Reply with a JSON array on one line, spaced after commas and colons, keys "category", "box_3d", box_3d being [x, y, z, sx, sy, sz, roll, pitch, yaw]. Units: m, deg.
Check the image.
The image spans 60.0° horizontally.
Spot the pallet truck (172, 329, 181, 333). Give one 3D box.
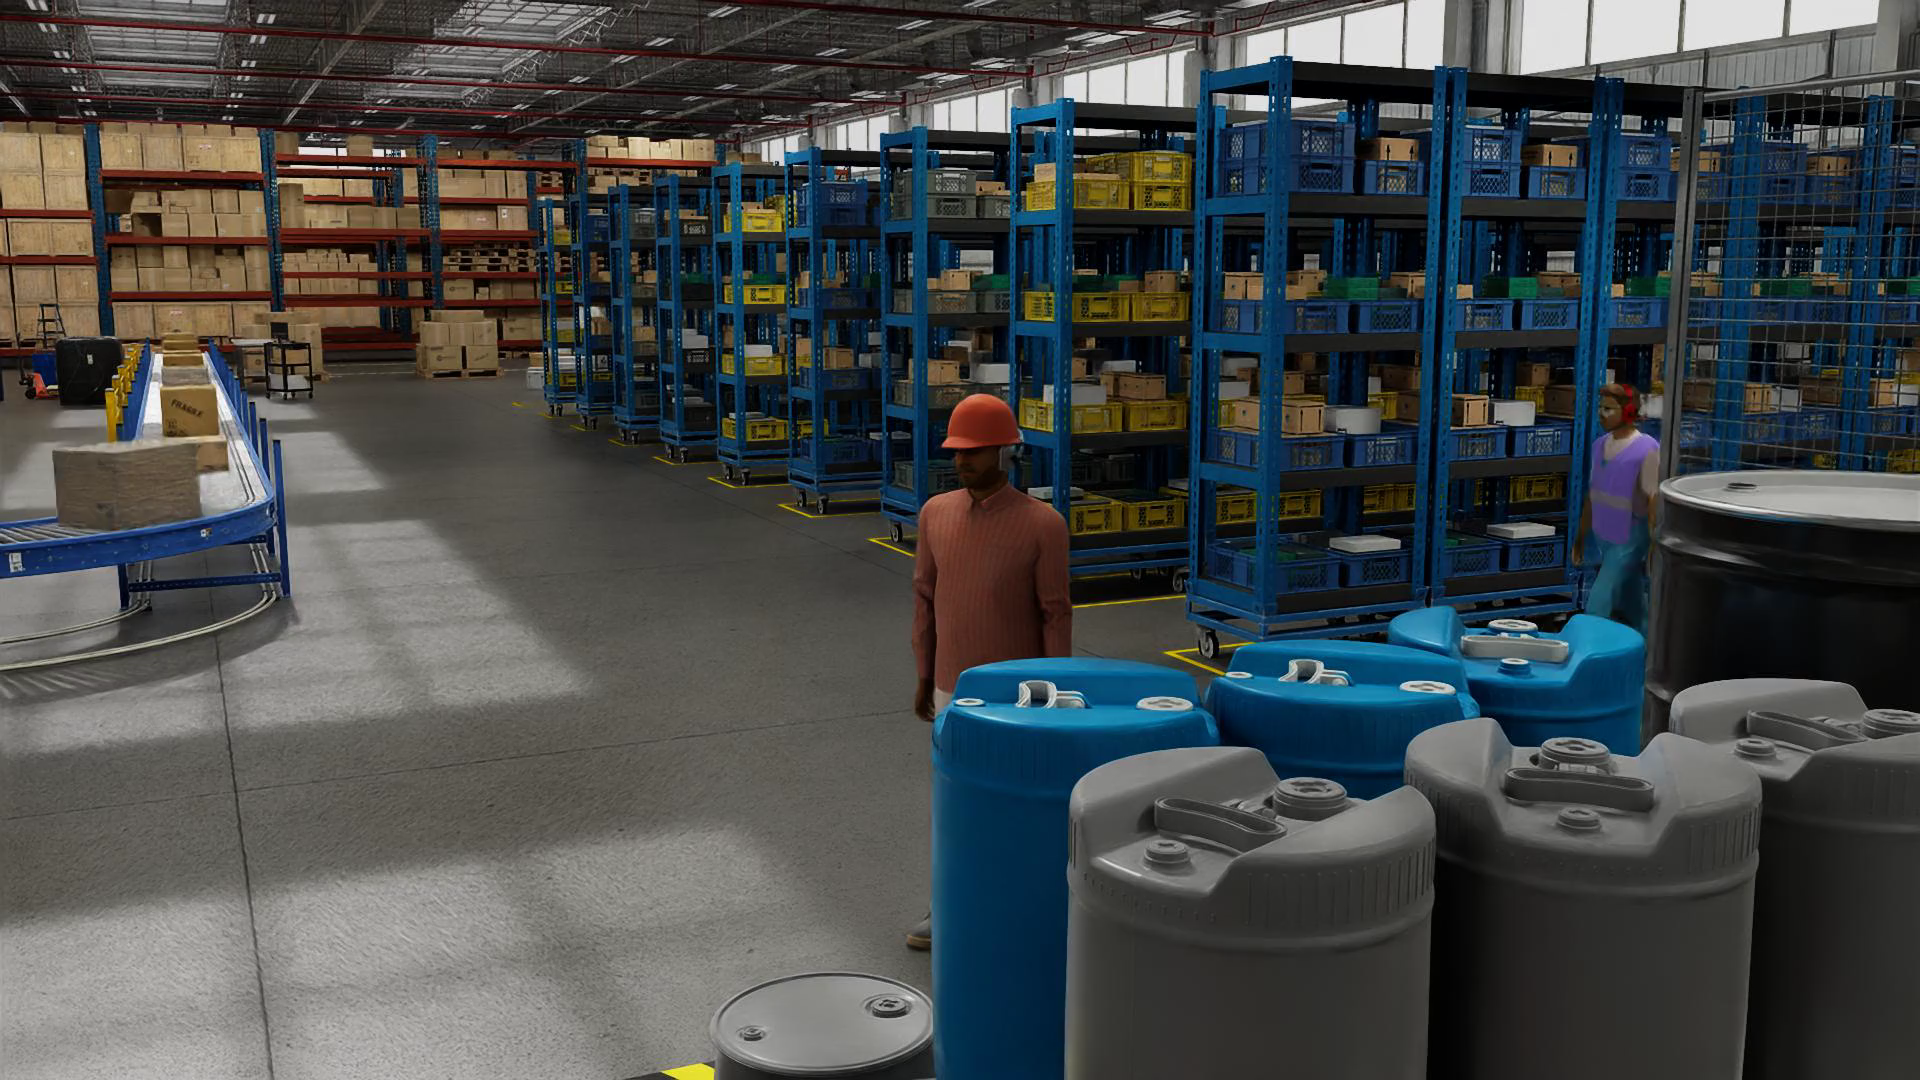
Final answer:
[{"category": "pallet truck", "box_3d": [-17.275, -3.851, 35.096, 1.601, 1.201, 0.680, 0, 9, 1]}]

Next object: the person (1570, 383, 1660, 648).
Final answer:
[{"category": "person", "box_3d": [3.736, 0.007, 9.423, 0.985, 1.799, 0.591, -1, 9, -8]}]

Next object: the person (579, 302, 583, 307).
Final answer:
[{"category": "person", "box_3d": [-10.379, -5.871, 46.103, 0.897, 1.723, 0.531, -4, 10, -23]}]

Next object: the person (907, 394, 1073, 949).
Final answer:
[{"category": "person", "box_3d": [0.091, 0.486, 5.809, 0.613, 1.995, 0.391, 6, 11, 31]}]

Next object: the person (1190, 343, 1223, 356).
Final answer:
[{"category": "person", "box_3d": [3.445, -2.241, 23.230, 0.601, 1.830, 0.404, 5, 11, 30]}]

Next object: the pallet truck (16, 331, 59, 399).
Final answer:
[{"category": "pallet truck", "box_3d": [-17.082, -3.353, 31.781, 1.630, 1.274, 0.653, -4, 10, -25]}]
